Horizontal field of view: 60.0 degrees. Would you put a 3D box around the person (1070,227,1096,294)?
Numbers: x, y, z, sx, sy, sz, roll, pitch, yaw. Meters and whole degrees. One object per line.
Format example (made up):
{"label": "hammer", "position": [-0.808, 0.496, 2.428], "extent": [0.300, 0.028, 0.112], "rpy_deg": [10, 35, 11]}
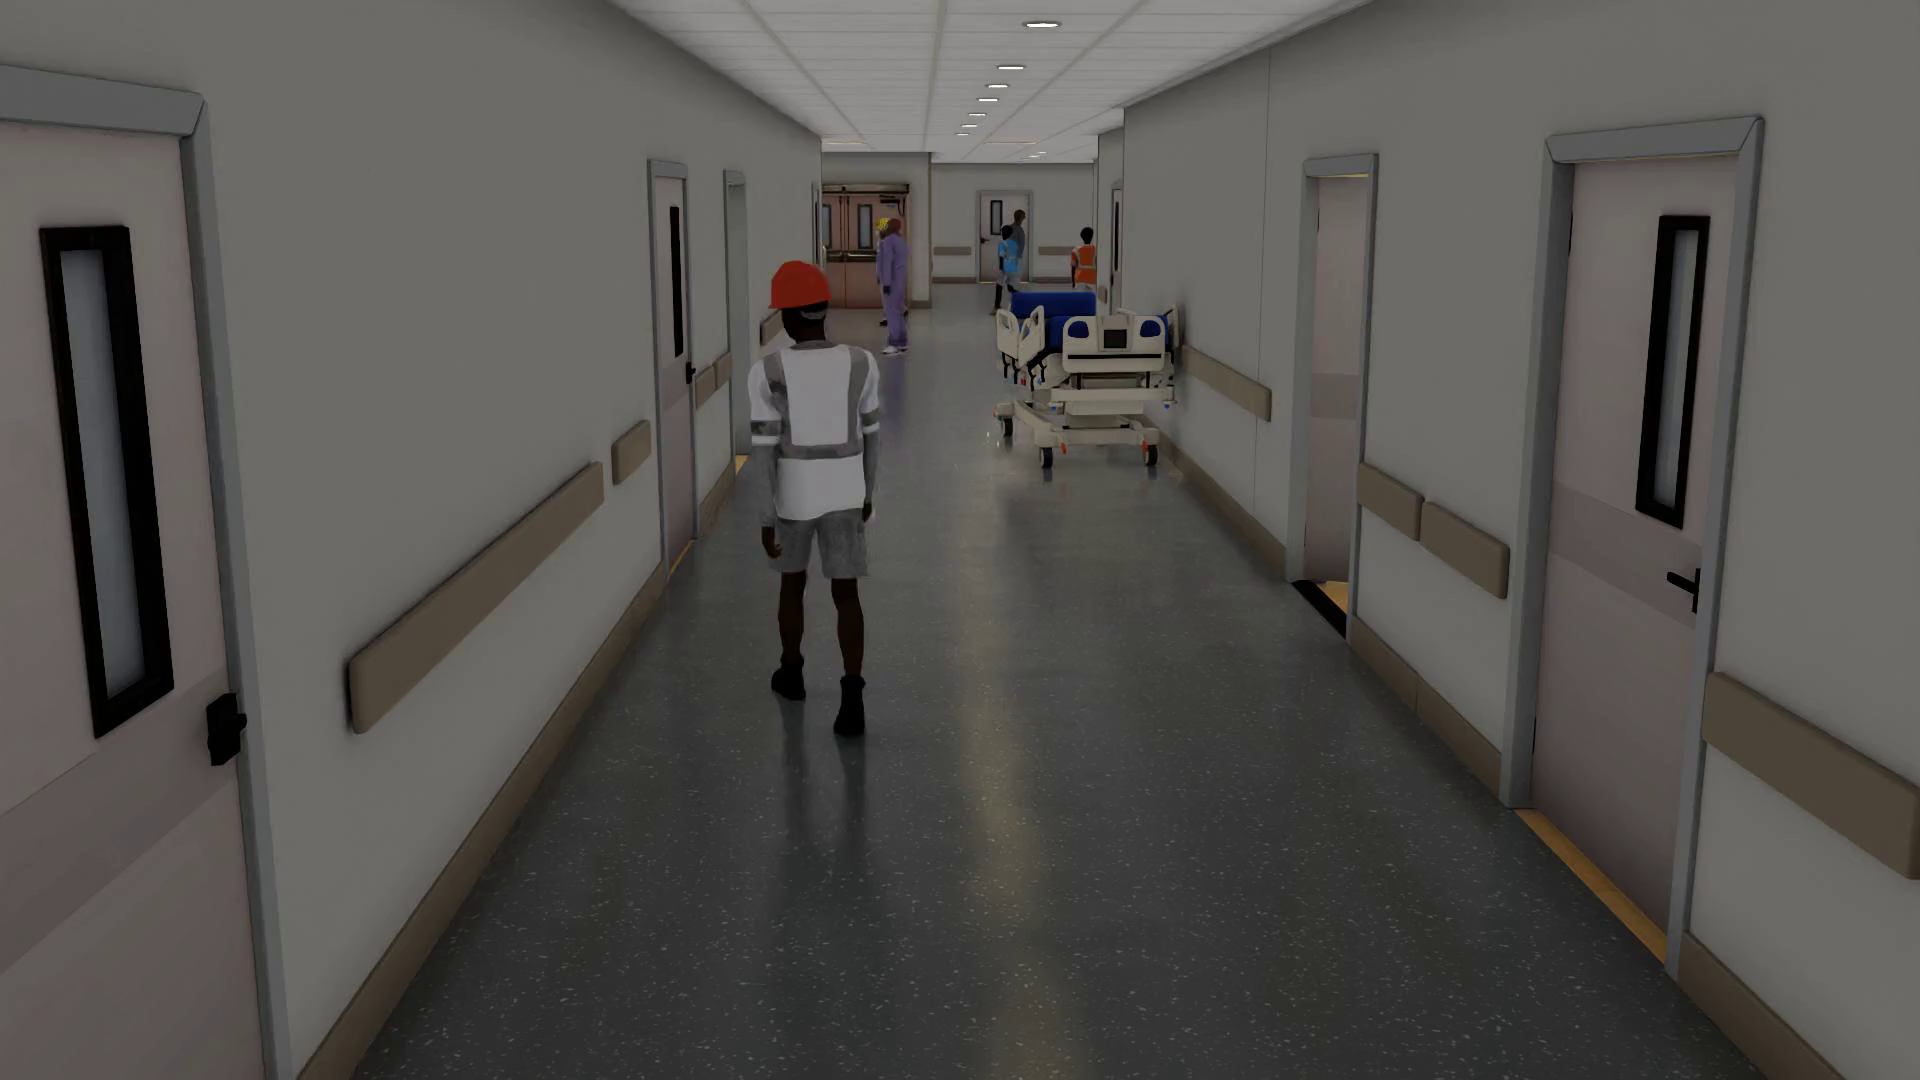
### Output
{"label": "person", "position": [2.015, -4.106, 26.346], "extent": [0.557, 1.683, 0.369], "rpy_deg": [3, 12, 12]}

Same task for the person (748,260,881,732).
{"label": "person", "position": [-0.578, -0.181, 6.753], "extent": [0.541, 1.892, 0.950], "rpy_deg": [-2, 12, -11]}

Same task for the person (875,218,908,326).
{"label": "person", "position": [-1.172, -4.500, 27.988], "extent": [0.635, 1.810, 0.539], "rpy_deg": [11, 16, 42]}

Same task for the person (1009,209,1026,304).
{"label": "person", "position": [1.122, -5.510, 32.634], "extent": [0.385, 1.929, 0.636], "rpy_deg": [2, 12, 11]}

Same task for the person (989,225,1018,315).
{"label": "person", "position": [0.901, -4.950, 30.563], "extent": [0.691, 1.651, 0.590], "rpy_deg": [8, 14, 34]}

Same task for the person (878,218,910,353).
{"label": "person", "position": [-0.965, -3.549, 23.247], "extent": [0.396, 1.864, 0.762], "rpy_deg": [4, 12, 19]}
